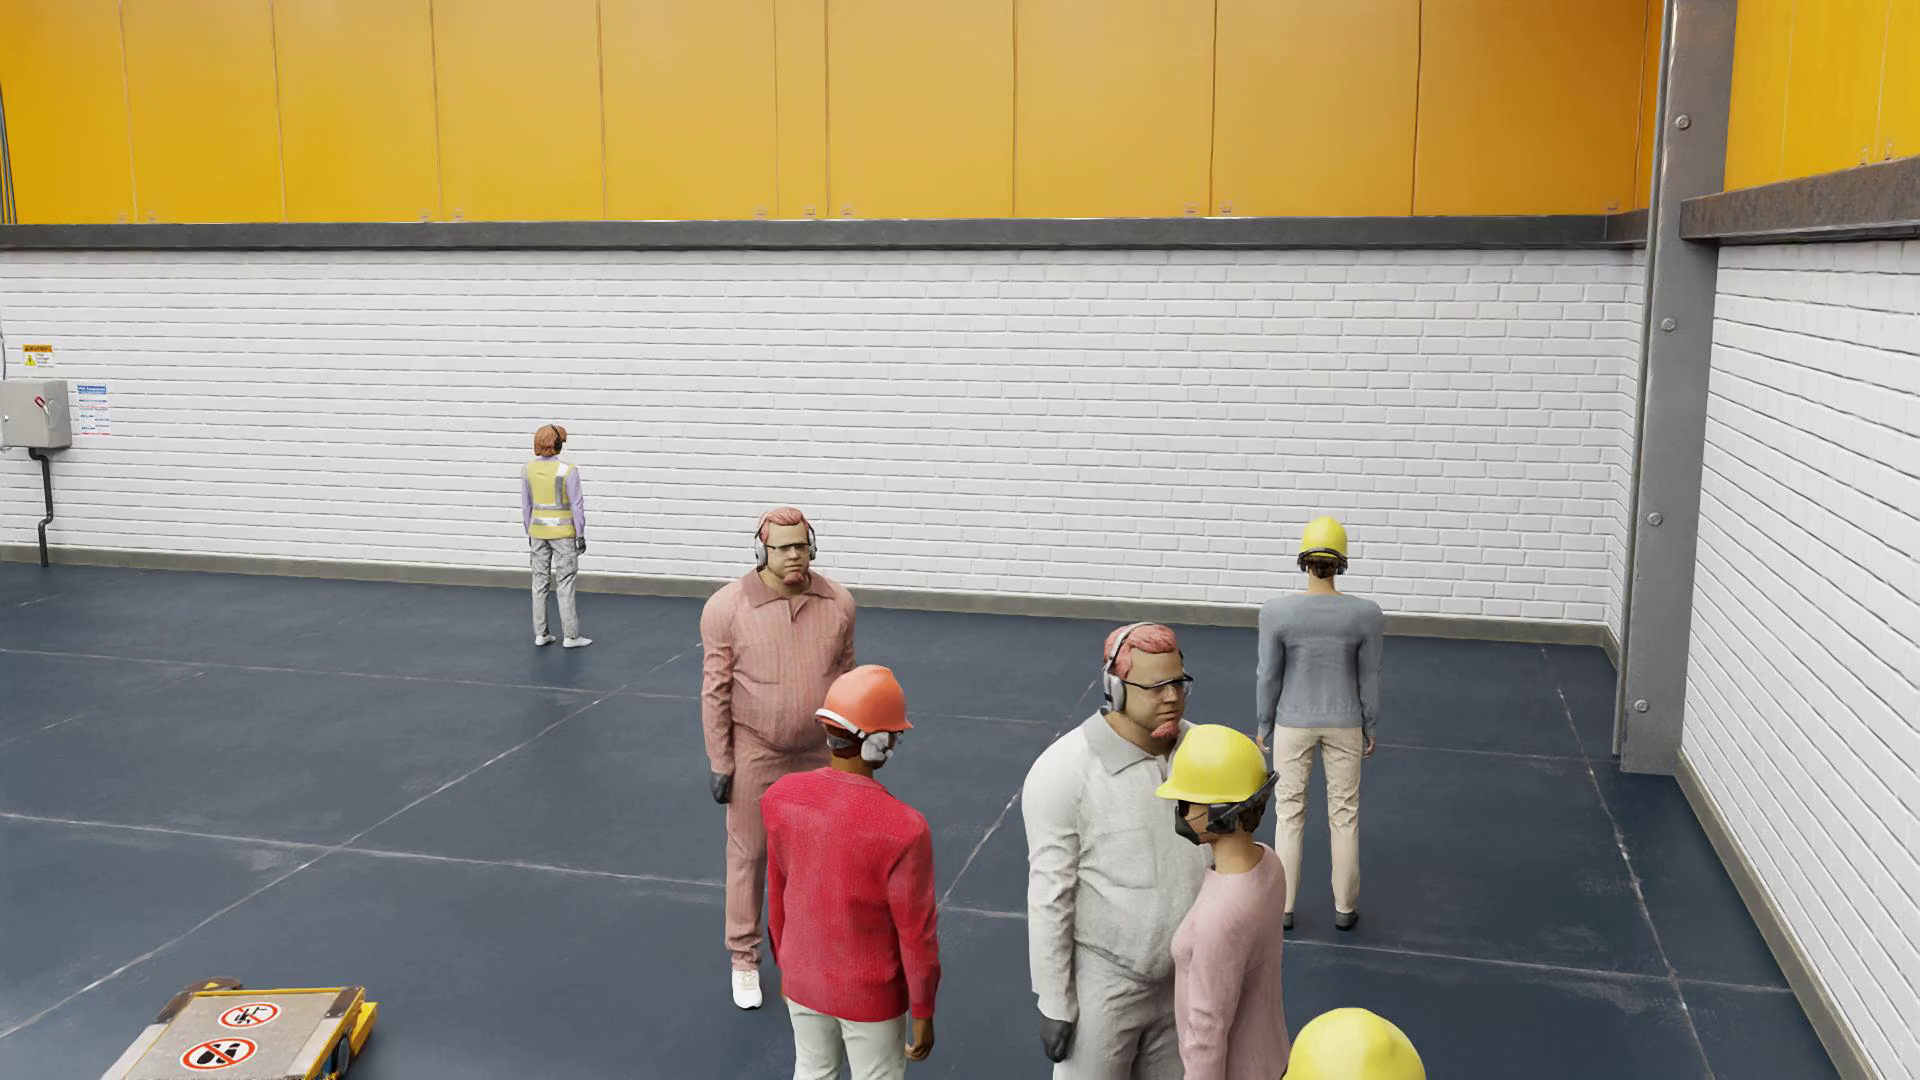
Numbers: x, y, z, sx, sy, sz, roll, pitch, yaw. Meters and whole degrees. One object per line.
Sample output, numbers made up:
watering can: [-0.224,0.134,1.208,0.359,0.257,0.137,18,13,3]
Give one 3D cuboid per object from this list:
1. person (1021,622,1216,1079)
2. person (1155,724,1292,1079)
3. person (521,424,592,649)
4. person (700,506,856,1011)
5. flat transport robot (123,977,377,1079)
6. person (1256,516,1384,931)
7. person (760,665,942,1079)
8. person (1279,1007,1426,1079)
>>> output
person: [0.474,1.153,4.373,0.639,1.911,0.406,-6,11,-33]
person: [0.619,1.298,3.959,0.340,1.760,0.525,4,10,22]
person: [-2.944,-0.020,12.071,0.514,1.641,0.307,4,10,21]
person: [-0.661,0.817,6.354,0.636,1.910,0.405,-5,11,-26]
flat transport robot: [-2.421,1.795,5.403,0.652,0.197,1.431,-1,10,-4]
person: [1.503,0.777,7.007,0.525,1.769,0.315,1,10,4]
person: [-0.284,1.198,4.601,0.571,1.740,0.352,7,12,34]
person: [0.575,1.538,2.555,0.518,1.756,0.345,-2,10,-10]
